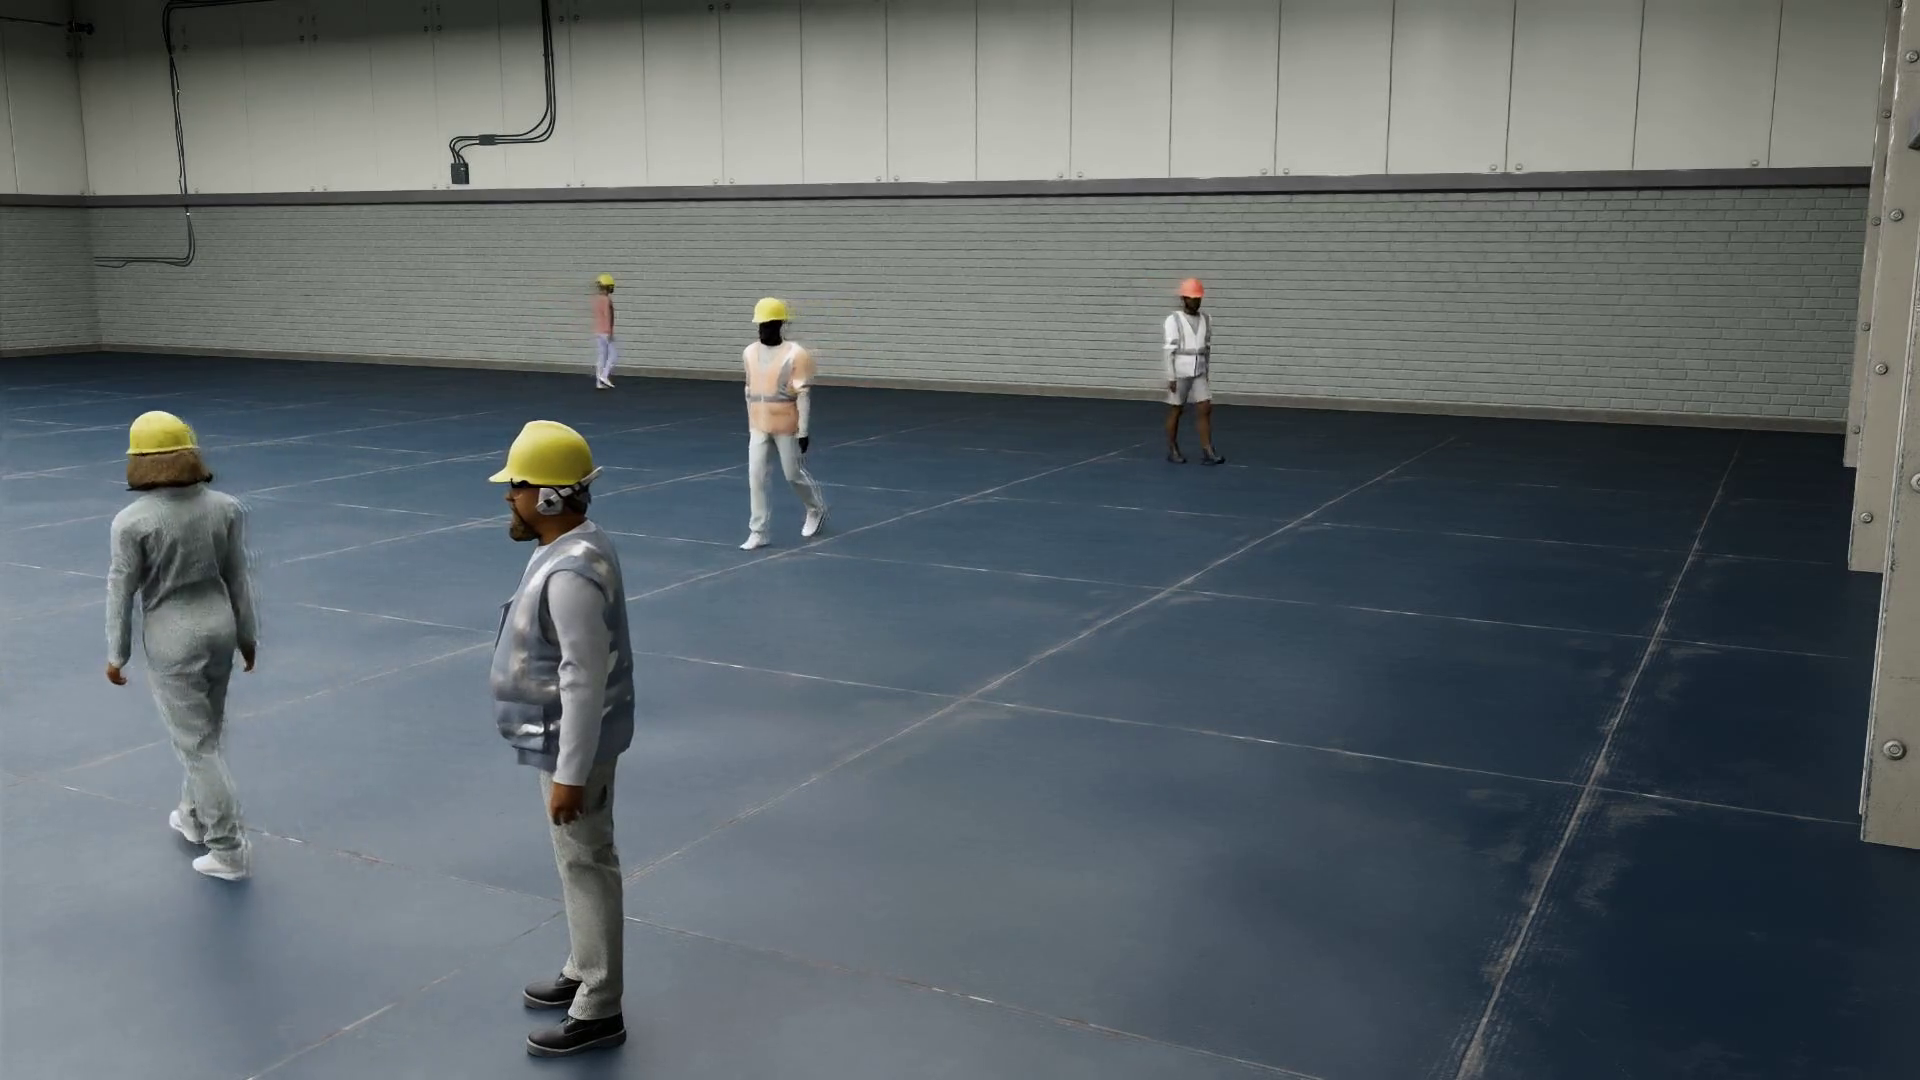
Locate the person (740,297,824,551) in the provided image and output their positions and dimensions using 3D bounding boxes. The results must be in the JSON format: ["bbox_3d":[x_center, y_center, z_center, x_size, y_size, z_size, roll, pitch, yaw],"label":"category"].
[{"bbox_3d":[-1.364,-0.903,12.674,0.594,1.900,0.886,6,12,28],"label":"person"}]

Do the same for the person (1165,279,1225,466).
[{"bbox_3d":[2.391,-1.689,16.929,0.566,1.899,0.896,-4,11,-22],"label":"person"}]

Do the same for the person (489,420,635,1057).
[{"bbox_3d":[-1.143,0.568,4.810,0.404,1.835,0.587,-2,11,-12],"label":"person"}]

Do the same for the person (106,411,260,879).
[{"bbox_3d":[-2.928,0.376,6.179,0.802,1.707,0.500,7,13,34],"label":"person"}]

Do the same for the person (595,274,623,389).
[{"bbox_3d":[-5.389,-3.162,25.361,0.416,1.749,0.544,-5,11,-25],"label":"person"}]
